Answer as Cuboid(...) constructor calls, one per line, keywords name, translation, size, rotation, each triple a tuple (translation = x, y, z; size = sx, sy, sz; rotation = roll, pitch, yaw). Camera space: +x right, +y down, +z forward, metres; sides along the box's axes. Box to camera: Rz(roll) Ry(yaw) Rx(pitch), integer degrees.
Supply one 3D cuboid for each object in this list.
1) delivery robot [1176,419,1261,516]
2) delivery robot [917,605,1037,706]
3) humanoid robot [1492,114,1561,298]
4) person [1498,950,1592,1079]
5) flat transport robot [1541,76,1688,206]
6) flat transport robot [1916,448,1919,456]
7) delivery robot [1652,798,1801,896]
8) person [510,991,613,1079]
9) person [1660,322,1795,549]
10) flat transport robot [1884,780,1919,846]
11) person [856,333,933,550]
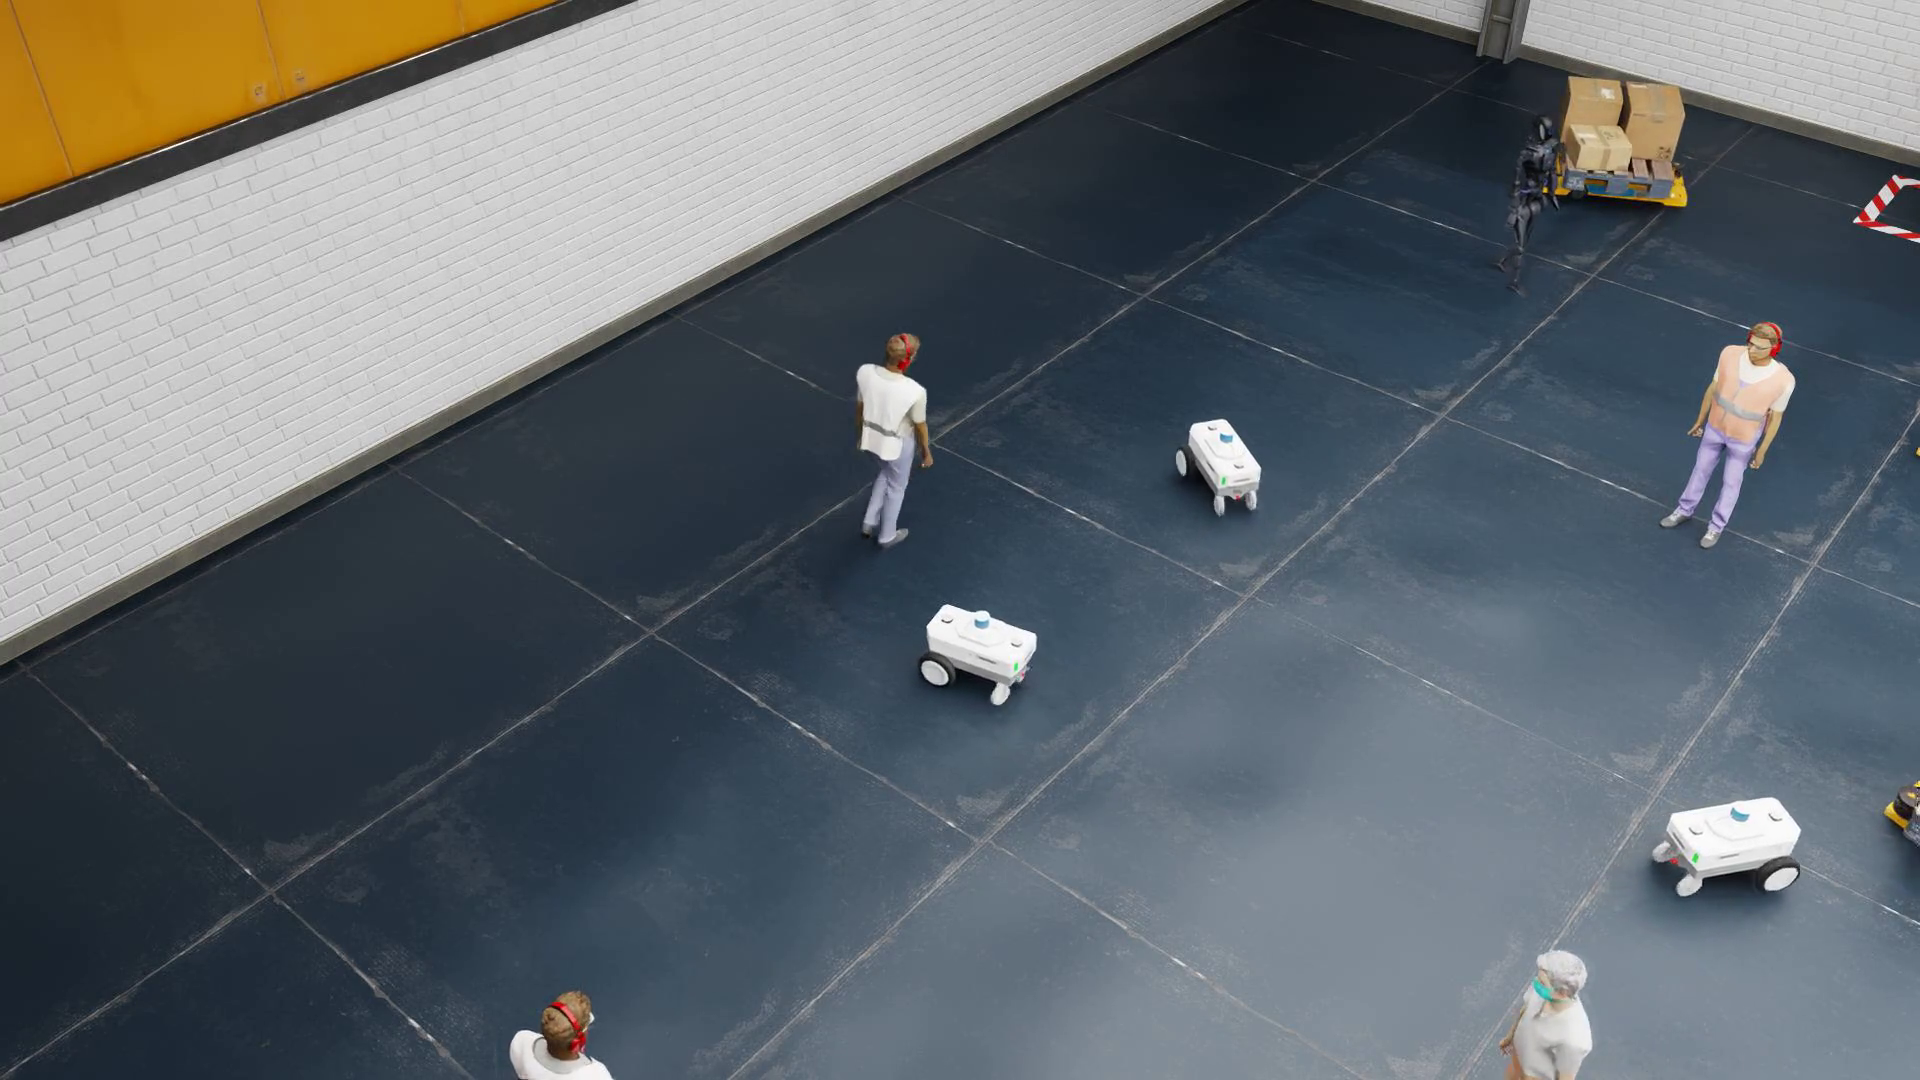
Cuboid(name="delivery robot", translation=(2.019, -0.602, 12.822), size=(0.499, 0.614, 0.802), rotation=(-10, 40, -12))
Cuboid(name="delivery robot", translation=(0.110, 0.730, 11.166), size=(0.782, 0.611, 0.510), rotation=(18, 42, 21))
Cuboid(name="humanoid robot", translation=(5.153, -3.058, 14.984), size=(0.595, 1.649, 0.608), rotation=(-22, 44, -25))
Cuboid(name="person", translation=(2.830, 2.543, 7.976), size=(0.689, 1.717, 0.475), rotation=(-1, 39, -1))
Cuboid(name="flat transport robot", translation=(6.585, -3.667, 16.839), size=(1.431, 0.231, 0.659), rotation=(8, 40, 10))
Cuboid(name="flat transport robot", translation=(8.260, -0.462, 12.860), size=(0.659, 0.231, 1.431), rotation=(-20, 43, -23))
Cuboid(name="delivery robot", translation=(4.577, 1.784, 9.853), size=(0.781, 0.605, 0.499), rotation=(-7, 39, -9))
Cuboid(name="person", translation=(-1.751, 2.738, 7.644), size=(0.574, 1.830, 0.389), rotation=(19, 43, 22))
Cuboid(name="person", translation=(5.583, -0.777, 11.993), size=(0.393, 1.847, 0.563), rotation=(-26, 46, -29))
Cuboid(name="flat transport robot", translation=(6.398, 1.879, 9.954), size=(0.659, 0.231, 1.431), rotation=(-25, 45, -27))
Cuboid(name="person", translation=(-0.475, -0.676, 11.895), size=(0.580, 1.816, 0.462), rotation=(26, 46, 29))
